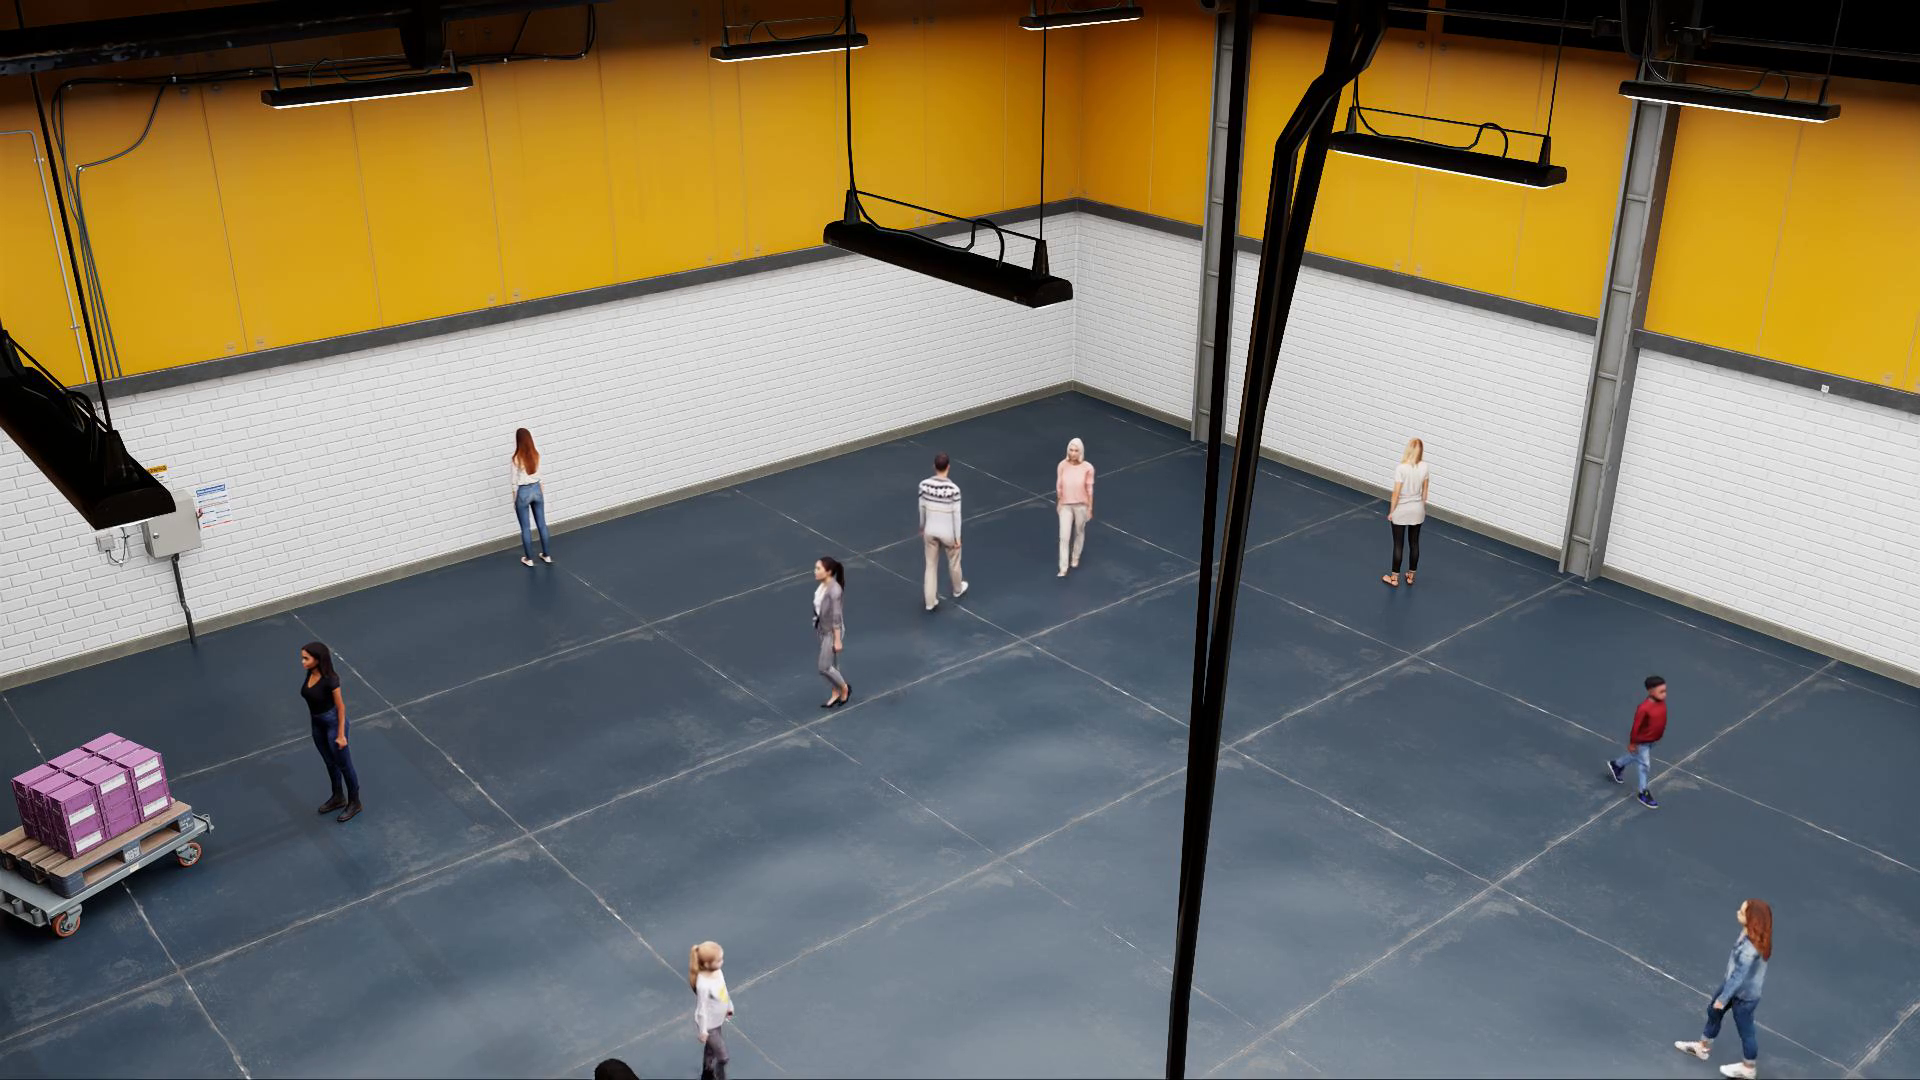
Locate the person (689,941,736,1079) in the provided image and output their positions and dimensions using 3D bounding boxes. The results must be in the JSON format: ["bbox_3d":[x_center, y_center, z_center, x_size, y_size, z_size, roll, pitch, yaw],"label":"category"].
[{"bbox_3d":[-1.797,3.357,11.653,0.741,1.271,0.678,4,24,9],"label":"person"}]

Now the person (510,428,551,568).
[{"bbox_3d":[-5.171,-0.524,19.960,0.554,1.729,0.496,-19,30,-36],"label":"person"}]

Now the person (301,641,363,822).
[{"bbox_3d":[-5.639,1.686,14.891,0.555,1.739,0.691,15,28,30],"label":"person"}]

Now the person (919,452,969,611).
[{"bbox_3d":[-0.250,-0.064,18.779,1.091,1.831,1.062,9,25,20],"label":"person"}]

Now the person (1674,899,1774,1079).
[{"bbox_3d":[5.622,3.204,11.768,0.887,1.459,0.783,8,25,18],"label":"person"}]

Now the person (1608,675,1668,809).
[{"bbox_3d":[6.244,1.786,15.290,0.564,1.236,0.871,-15,28,-31],"label":"person"}]

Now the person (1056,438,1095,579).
[{"bbox_3d":[1.382,-0.427,19.788,1.072,1.689,1.072,5,24,11],"label":"person"}]

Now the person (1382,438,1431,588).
[{"bbox_3d":[5.230,-0.328,19.389,0.672,1.827,0.678,-5,24,-10],"label":"person"}]

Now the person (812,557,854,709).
[{"bbox_3d":[-1.217,0.941,16.688,0.791,1.665,0.668,-8,25,-17],"label":"person"}]
